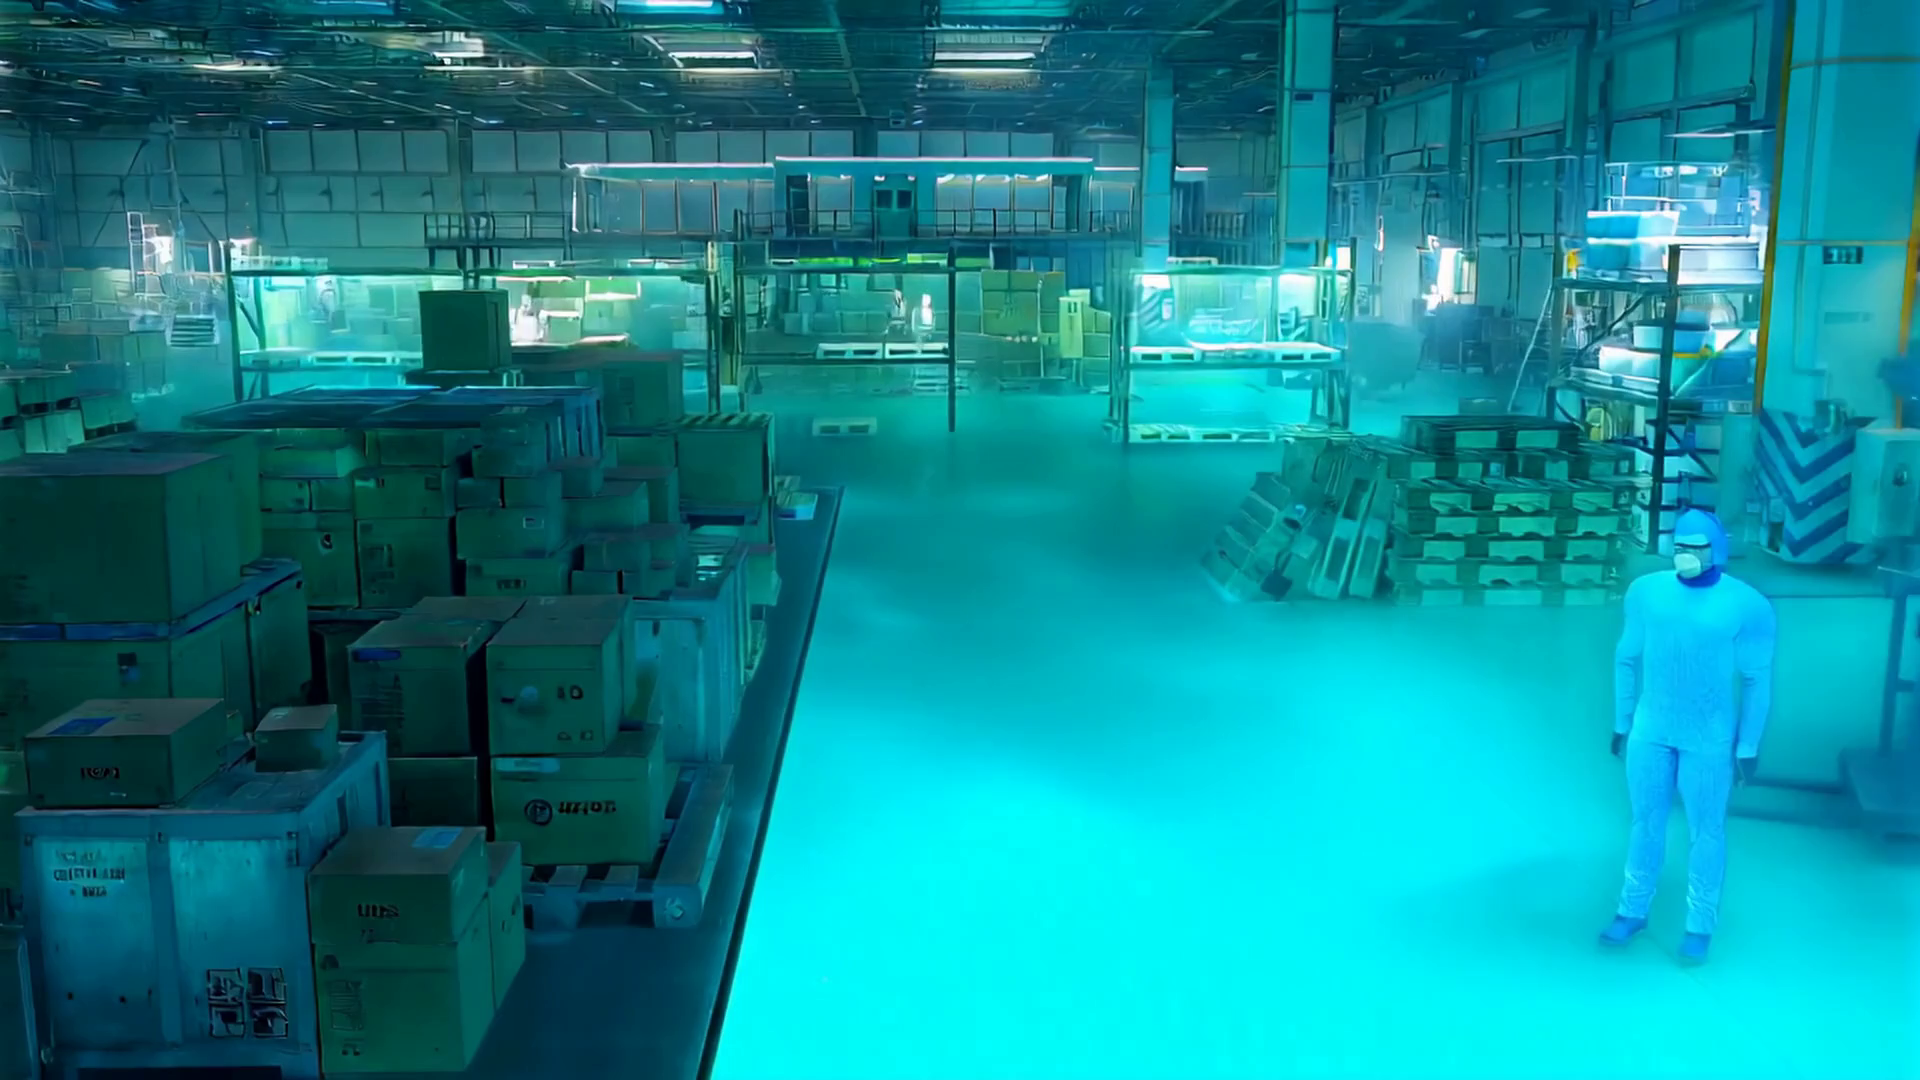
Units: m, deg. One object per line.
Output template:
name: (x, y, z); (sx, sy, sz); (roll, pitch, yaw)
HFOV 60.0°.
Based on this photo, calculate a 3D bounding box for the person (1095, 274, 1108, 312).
person: (4.920, -8.288, 57.871); (0.389, 1.911, 0.585); (-7, 12, -35)

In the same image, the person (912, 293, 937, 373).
person: (-0.785, -4.734, 38.180); (0.621, 1.863, 0.520); (-8, 13, -37)

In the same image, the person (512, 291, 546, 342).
person: (-8.833, -4.073, 34.010); (0.688, 2.000, 0.536); (0, 10, 3)

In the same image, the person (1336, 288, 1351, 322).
person: (9.901, -5.589, 43.001); (0.509, 1.856, 0.449); (3, 11, 17)

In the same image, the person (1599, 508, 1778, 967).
person: (3.059, 0.823, 7.020); (0.627, 1.940, 0.377); (10, 14, 43)

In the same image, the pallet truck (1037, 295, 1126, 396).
pallet truck: (2.483, -3.881, 33.060); (1.885, 1.965, 0.823); (-7, 13, -36)

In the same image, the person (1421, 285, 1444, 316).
person: (13.510, -6.372, 47.522); (0.644, 1.792, 0.949); (2, 10, 8)

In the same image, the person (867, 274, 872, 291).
person: (-3.344, -8.489, 58.941); (0.542, 1.928, 0.400); (-3, 11, -16)

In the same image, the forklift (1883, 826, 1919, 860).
forklift: (5.611, 0.165, 8.060); (1.873, 2.768, 1.129); (4, 11, 22)

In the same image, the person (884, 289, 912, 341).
person: (-1.579, -5.222, 40.836); (0.607, 1.903, 0.990); (-7, 12, -34)

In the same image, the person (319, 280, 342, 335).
person: (-20.502, -7.579, 54.222); (0.607, 1.796, 0.871); (0, 10, 2)

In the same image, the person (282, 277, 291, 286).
person: (-24.642, -8.761, 60.973); (0.484, 1.740, 0.314); (-2, 10, -9)

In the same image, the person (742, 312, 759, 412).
person: (-3.482, -2.868, 27.777); (0.310, 1.868, 0.532); (2, 10, 8)
